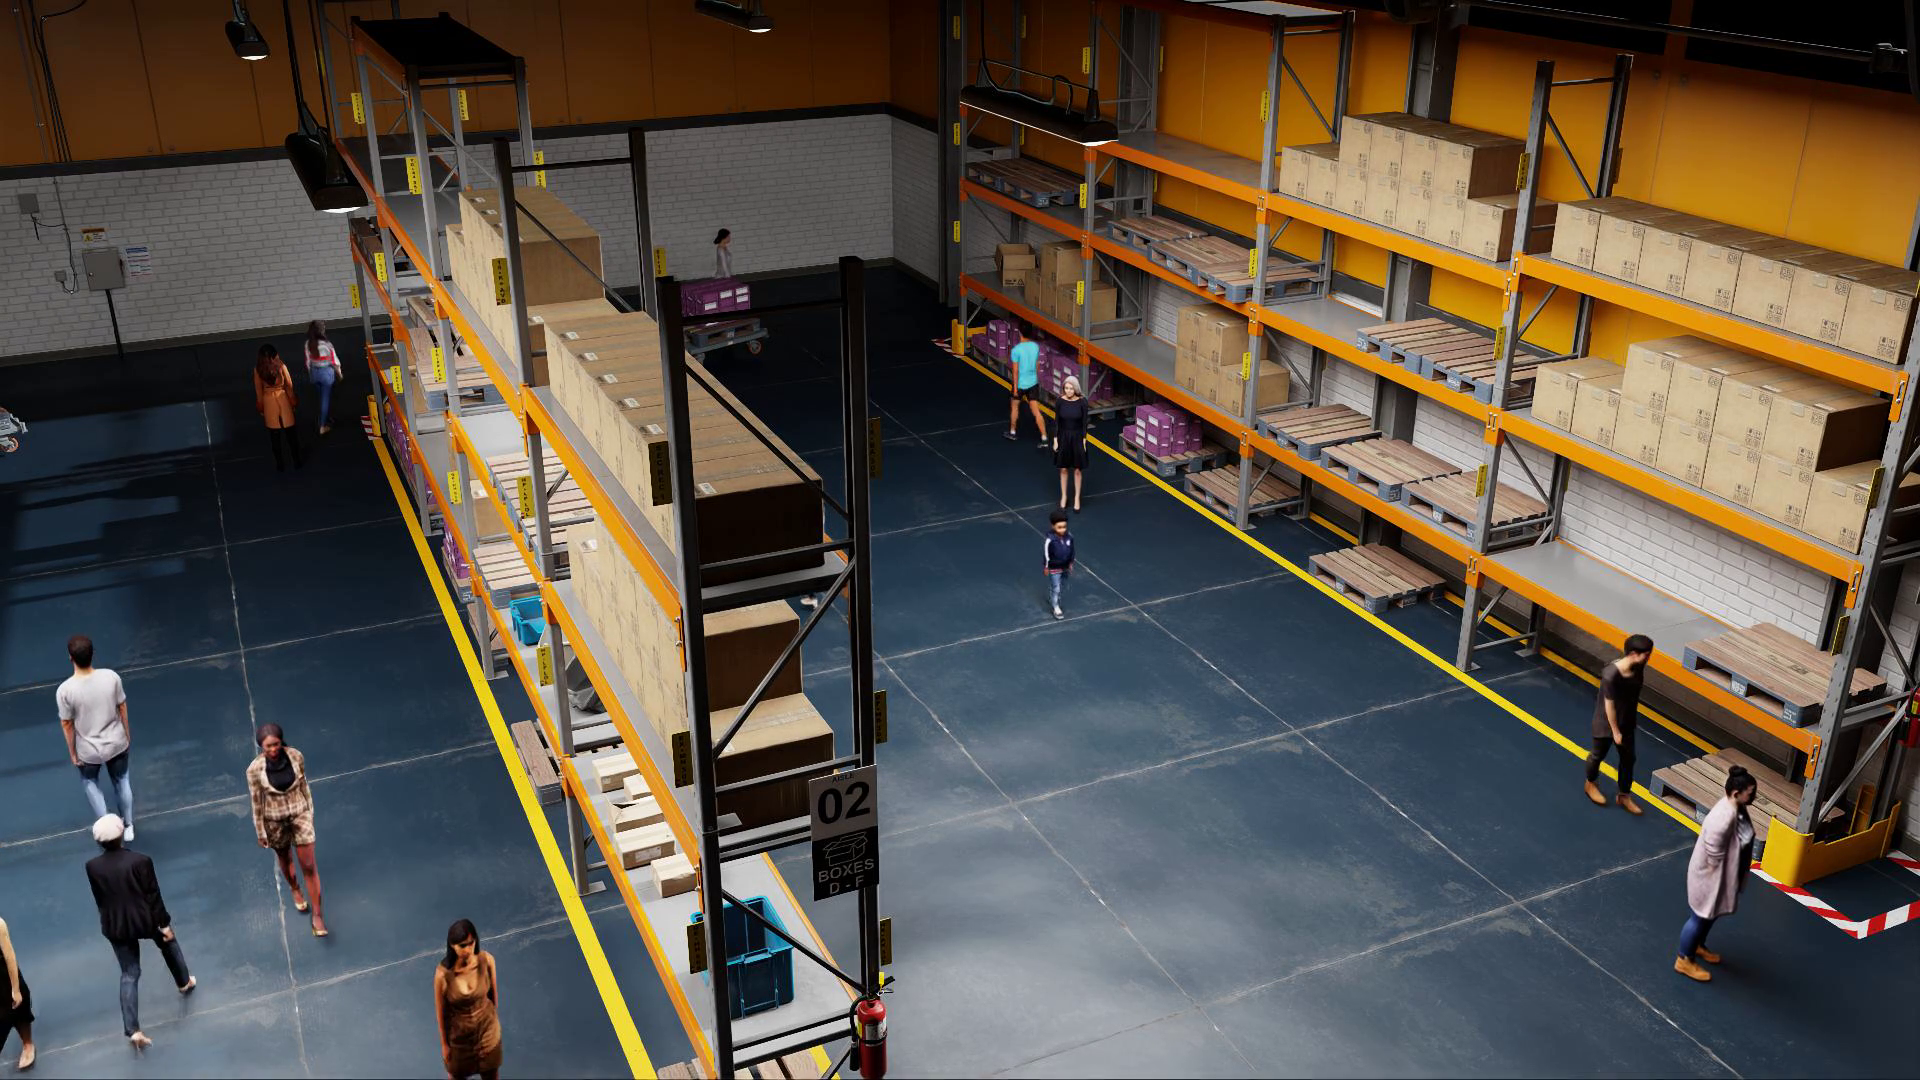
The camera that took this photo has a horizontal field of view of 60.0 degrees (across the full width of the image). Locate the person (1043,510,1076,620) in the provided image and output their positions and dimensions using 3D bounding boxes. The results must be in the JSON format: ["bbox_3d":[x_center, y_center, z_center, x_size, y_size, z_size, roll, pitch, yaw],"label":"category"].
[{"bbox_3d":[1.044,0.233,17.857,0.518,1.211,0.618,-10,25,-21],"label":"person"}]

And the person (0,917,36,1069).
[{"bbox_3d":[-6.469,2.948,11.181,0.653,1.583,1.070,-7,25,-16],"label":"person"}]

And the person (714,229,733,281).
[{"bbox_3d":[-3.997,-4.257,27.455,0.842,1.750,0.831,-2,24,-4],"label":"person"}]

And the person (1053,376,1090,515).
[{"bbox_3d":[1.363,-1.180,20.426,0.708,1.743,0.745,5,24,11],"label":"person"}]

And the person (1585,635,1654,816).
[{"bbox_3d":[5.574,1.520,14.323,0.635,1.684,0.801,-9,25,-20],"label":"person"}]

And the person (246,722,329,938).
[{"bbox_3d":[-5.192,2.159,12.776,0.682,1.751,1.064,-14,27,-29],"label":"person"}]

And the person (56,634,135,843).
[{"bbox_3d":[-7.056,1.686,13.701,0.746,1.877,0.759,-19,30,-36],"label":"person"}]

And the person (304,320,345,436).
[{"bbox_3d":[-8.861,-2.229,23.014,0.791,1.591,0.857,4,24,9],"label":"person"}]

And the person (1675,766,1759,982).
[{"bbox_3d":[5.544,2.419,12.192,0.763,1.742,0.779,21,31,39],"label":"person"}]

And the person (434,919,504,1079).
[{"bbox_3d":[-3.170,3.122,10.673,0.665,1.671,0.967,-16,28,-32],"label":"person"}]

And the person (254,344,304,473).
[{"bbox_3d":[-8.915,-1.737,21.726,0.691,1.720,0.607,-8,25,-18],"label":"person"}]

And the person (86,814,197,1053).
[{"bbox_3d":[-5.755,2.746,11.639,0.987,1.746,1.191,-2,24,-5],"label":"person"}]

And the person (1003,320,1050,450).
[{"bbox_3d":[0.955,-2.039,22.406,0.717,1.729,1.200,-13,27,-27],"label":"person"}]
